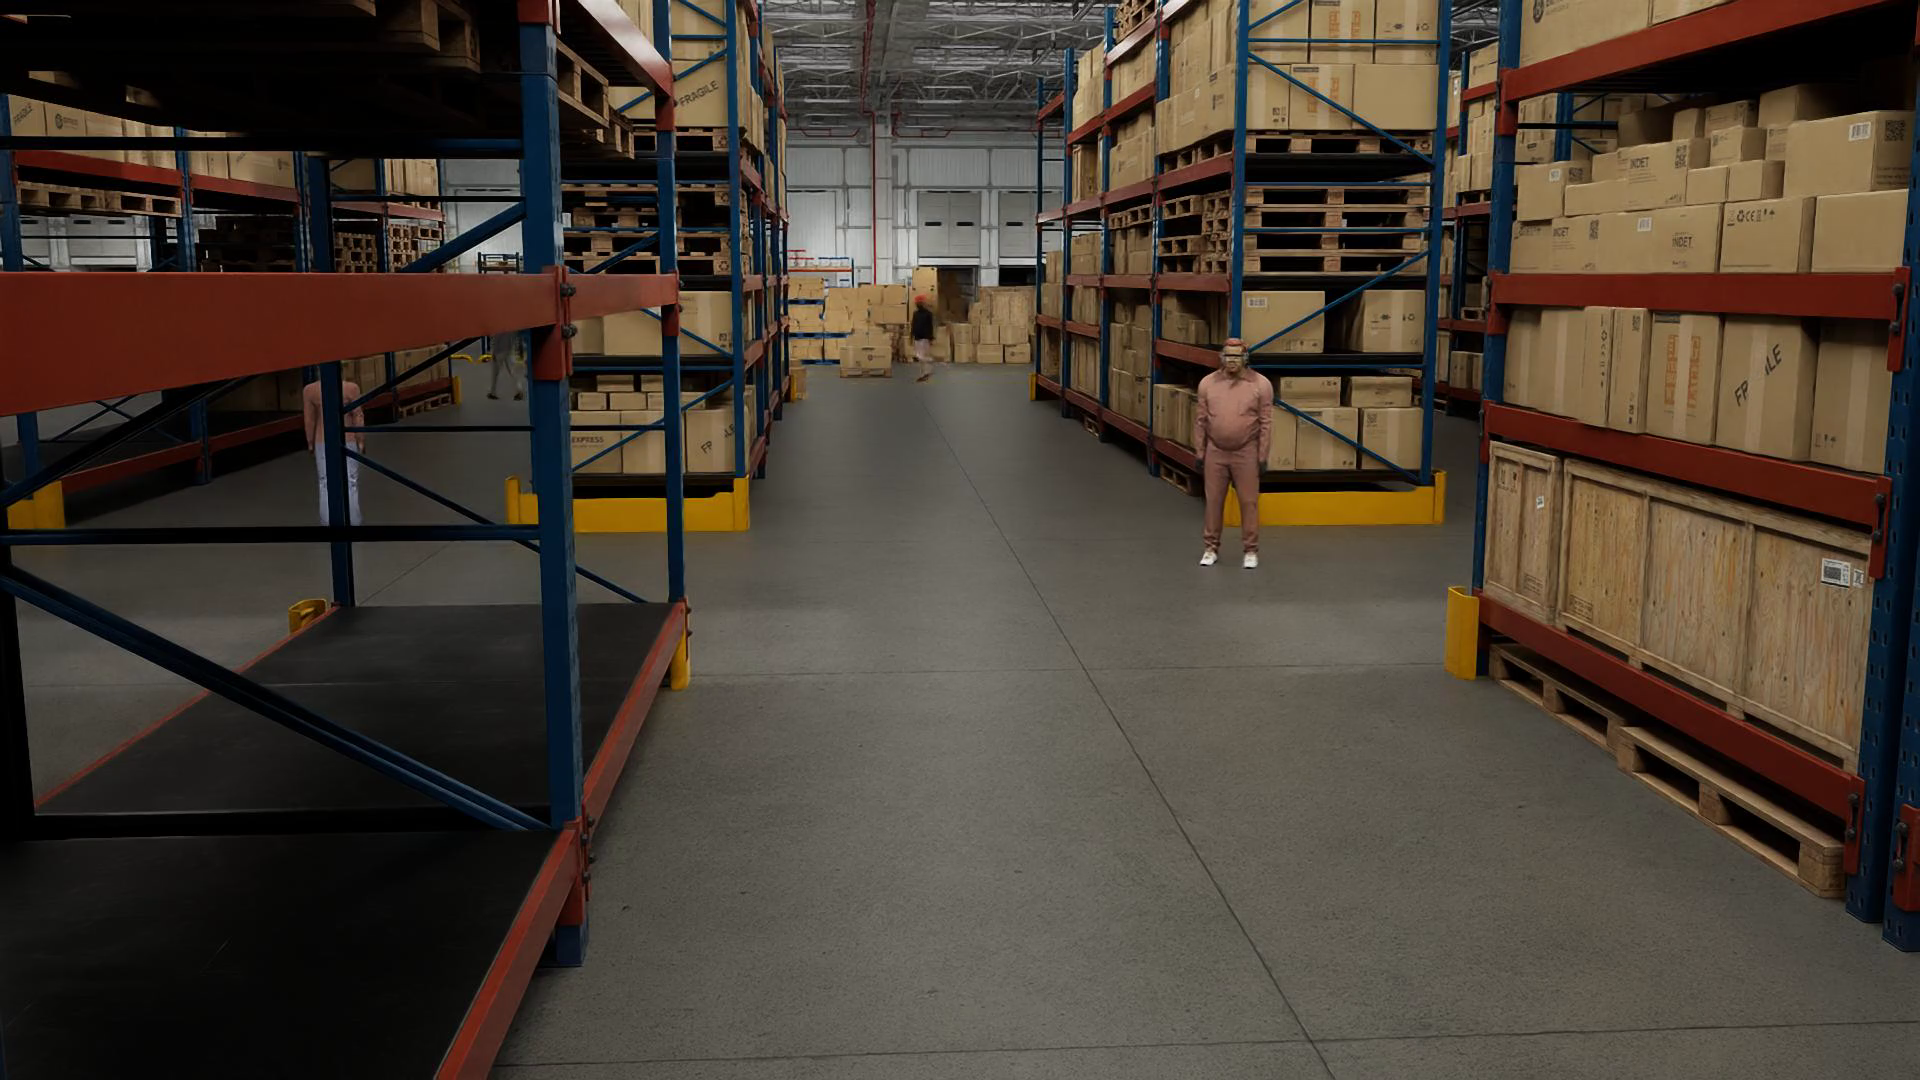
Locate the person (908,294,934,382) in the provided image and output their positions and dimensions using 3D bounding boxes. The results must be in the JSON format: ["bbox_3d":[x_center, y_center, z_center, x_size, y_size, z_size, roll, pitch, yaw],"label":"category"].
[{"bbox_3d":[-0.910,-4.531,37.398,0.516,1.972,0.634,-7,11,-37],"label":"person"}]

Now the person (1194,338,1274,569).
[{"bbox_3d":[2.237,-0.710,13.677,0.645,1.898,0.397,4,10,21],"label":"person"}]

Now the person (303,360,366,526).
[{"bbox_3d":[-5.673,-0.877,15.128,0.522,1.768,0.312,-1,9,-7],"label":"person"}]

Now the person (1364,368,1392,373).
[{"bbox_3d":[6.443,-2.577,25.738,0.620,1.795,0.978,-1,9,-8],"label":"person"}]

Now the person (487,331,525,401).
[{"bbox_3d":[-8.741,-3.611,31.949,0.617,1.889,1.047,-9,13,-44],"label":"person"}]
